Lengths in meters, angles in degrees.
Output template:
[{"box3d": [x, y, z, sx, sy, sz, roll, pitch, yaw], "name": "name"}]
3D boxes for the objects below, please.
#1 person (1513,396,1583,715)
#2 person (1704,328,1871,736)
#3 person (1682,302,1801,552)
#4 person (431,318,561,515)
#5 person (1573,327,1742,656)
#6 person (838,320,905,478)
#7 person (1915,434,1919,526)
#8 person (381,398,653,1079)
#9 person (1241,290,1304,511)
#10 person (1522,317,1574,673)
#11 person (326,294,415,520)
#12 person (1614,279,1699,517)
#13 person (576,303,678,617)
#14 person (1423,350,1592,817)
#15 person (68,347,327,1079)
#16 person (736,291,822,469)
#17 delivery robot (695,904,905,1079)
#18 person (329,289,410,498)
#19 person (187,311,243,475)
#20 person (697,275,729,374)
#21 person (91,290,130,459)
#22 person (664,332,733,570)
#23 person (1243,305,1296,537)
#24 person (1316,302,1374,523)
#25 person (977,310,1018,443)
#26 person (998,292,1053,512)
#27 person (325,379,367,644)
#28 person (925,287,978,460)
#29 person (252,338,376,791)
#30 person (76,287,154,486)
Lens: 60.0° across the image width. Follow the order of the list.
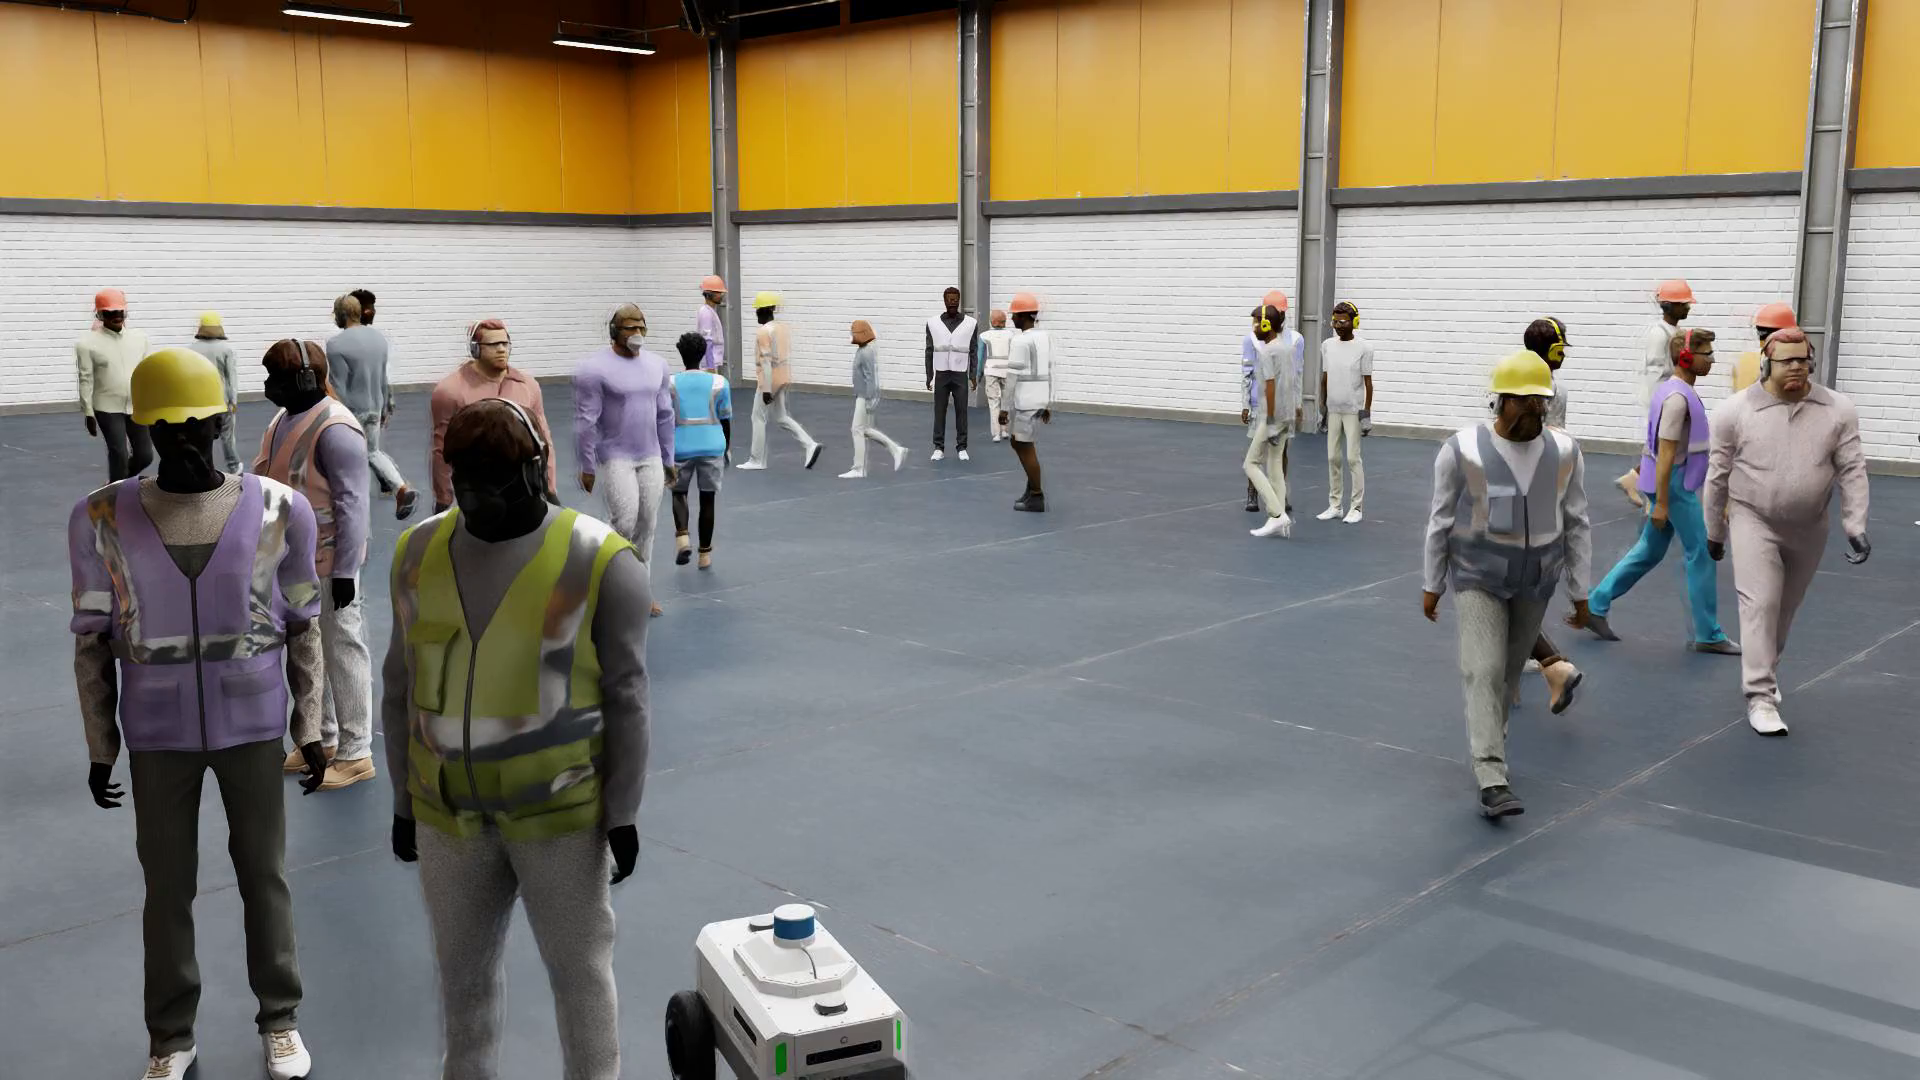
[{"box3d": [2.704, 0.012, 7.831, 0.534, 1.678, 0.644, -5, 11, -30], "name": "person"}, {"box3d": [3.852, -0.067, 7.823, 0.635, 1.855, 1.023, 1, 9, 7], "name": "person"}, {"box3d": [5.487, -0.690, 11.496, 0.934, 1.902, 0.556, -1, 9, -5], "name": "person"}, {"box3d": [-2.598, -0.309, 9.298, 1.028, 1.856, 0.660, 9, 13, 44], "name": "person"}, {"box3d": [3.922, -0.281, 9.252, 0.935, 1.811, 0.578, 4, 10, 23], "name": "person"}, {"box3d": [-0.903, -1.436, 16.947, 0.644, 1.615, 0.506, -2, 9, -11], "name": "person"}, {"box3d": [8.096, -0.903, 13.586, 0.515, 1.636, 0.314, -1, 9, -4], "name": "person"}, {"box3d": [-1.011, 0.599, 3.751, 0.629, 1.841, 0.429, 1, 9, 9], "name": "person"}, {"box3d": [2.733, -1.207, 14.527, 0.553, 1.935, 0.361, 0, 9, -3], "name": "person"}, {"box3d": [3.039, -0.235, 8.778, 0.314, 1.868, 0.536, -3, 10, -17], "name": "person"}, {"box3d": [-4.878, -1.051, 13.613, 0.665, 1.922, 0.634, 4, 10, 25], "name": "person"}, {"box3d": [5.935, -1.188, 14.113, 0.536, 2.030, 0.627, 7, 12, 37], "name": "person"}, {"box3d": [-2.036, -0.482, 10.154, 0.492, 1.922, 0.632, 9, 13, 43], "name": "person"}, {"box3d": [2.174, 0.170, 6.507, 0.612, 1.791, 0.888, -1, 9, -3], "name": "person"}, {"box3d": [-1.931, 0.472, 4.265, 0.588, 1.927, 0.370, -4, 10, -22], "name": "person"}, {"box3d": [-1.920, -1.668, 17.492, 0.850, 1.901, 0.597, 3, 10, 16], "name": "person"}, {"box3d": [-0.403, 1.140, 4.082, 0.477, 0.478, 0.707, -4, 10, -24], "name": "delivery robot"}, {"box3d": [-5.468, -1.349, 15.420, 0.945, 1.921, 0.634, 2, 10, 14], "name": "person"}, {"box3d": [-7.384, -1.407, 16.468, 0.506, 1.690, 0.901, -2, 9, -12], "name": "person"}, {"box3d": [-2.922, -2.106, 19.724, 0.396, 2.038, 0.614, -1, 9, -6], "name": "person"}, {"box3d": [-8.858, -1.678, 17.514, 0.408, 1.908, 0.644, -2, 10, -14], "name": "person"}, {"box3d": [-1.857, -0.623, 11.711, 0.535, 1.678, 0.367, -1, 9, -9], "name": "person"}, {"box3d": [2.452, -0.930, 13.141, 0.405, 1.842, 0.532, 7, 12, 36], "name": "person"}, {"box3d": [3.217, -1.059, 13.903, 0.367, 1.853, 0.494, -8, 13, -42], "name": "person"}, {"box3d": [0.467, -2.024, 20.492, 0.546, 1.609, 0.700, 0, 9, -3], "name": "person"}, {"box3d": [0.565, -1.196, 14.531, 0.514, 1.918, 0.558, 5, 10, 26], "name": "person"}, {"box3d": [-3.006, 0.027, 7.960, 0.368, 1.618, 0.517, 5, 11, 29], "name": "person"}, {"box3d": [-0.096, -1.845, 18.490, 0.593, 1.921, 0.388, 0, 9, 1], "name": "person"}, {"box3d": [-2.658, 0.097, 6.827, 0.626, 1.843, 0.430, 9, 13, 44], "name": "person"}, {"box3d": [-6.965, -1.095, 13.735, 0.681, 1.972, 0.627, 7, 12, 37], "name": "person"}]
